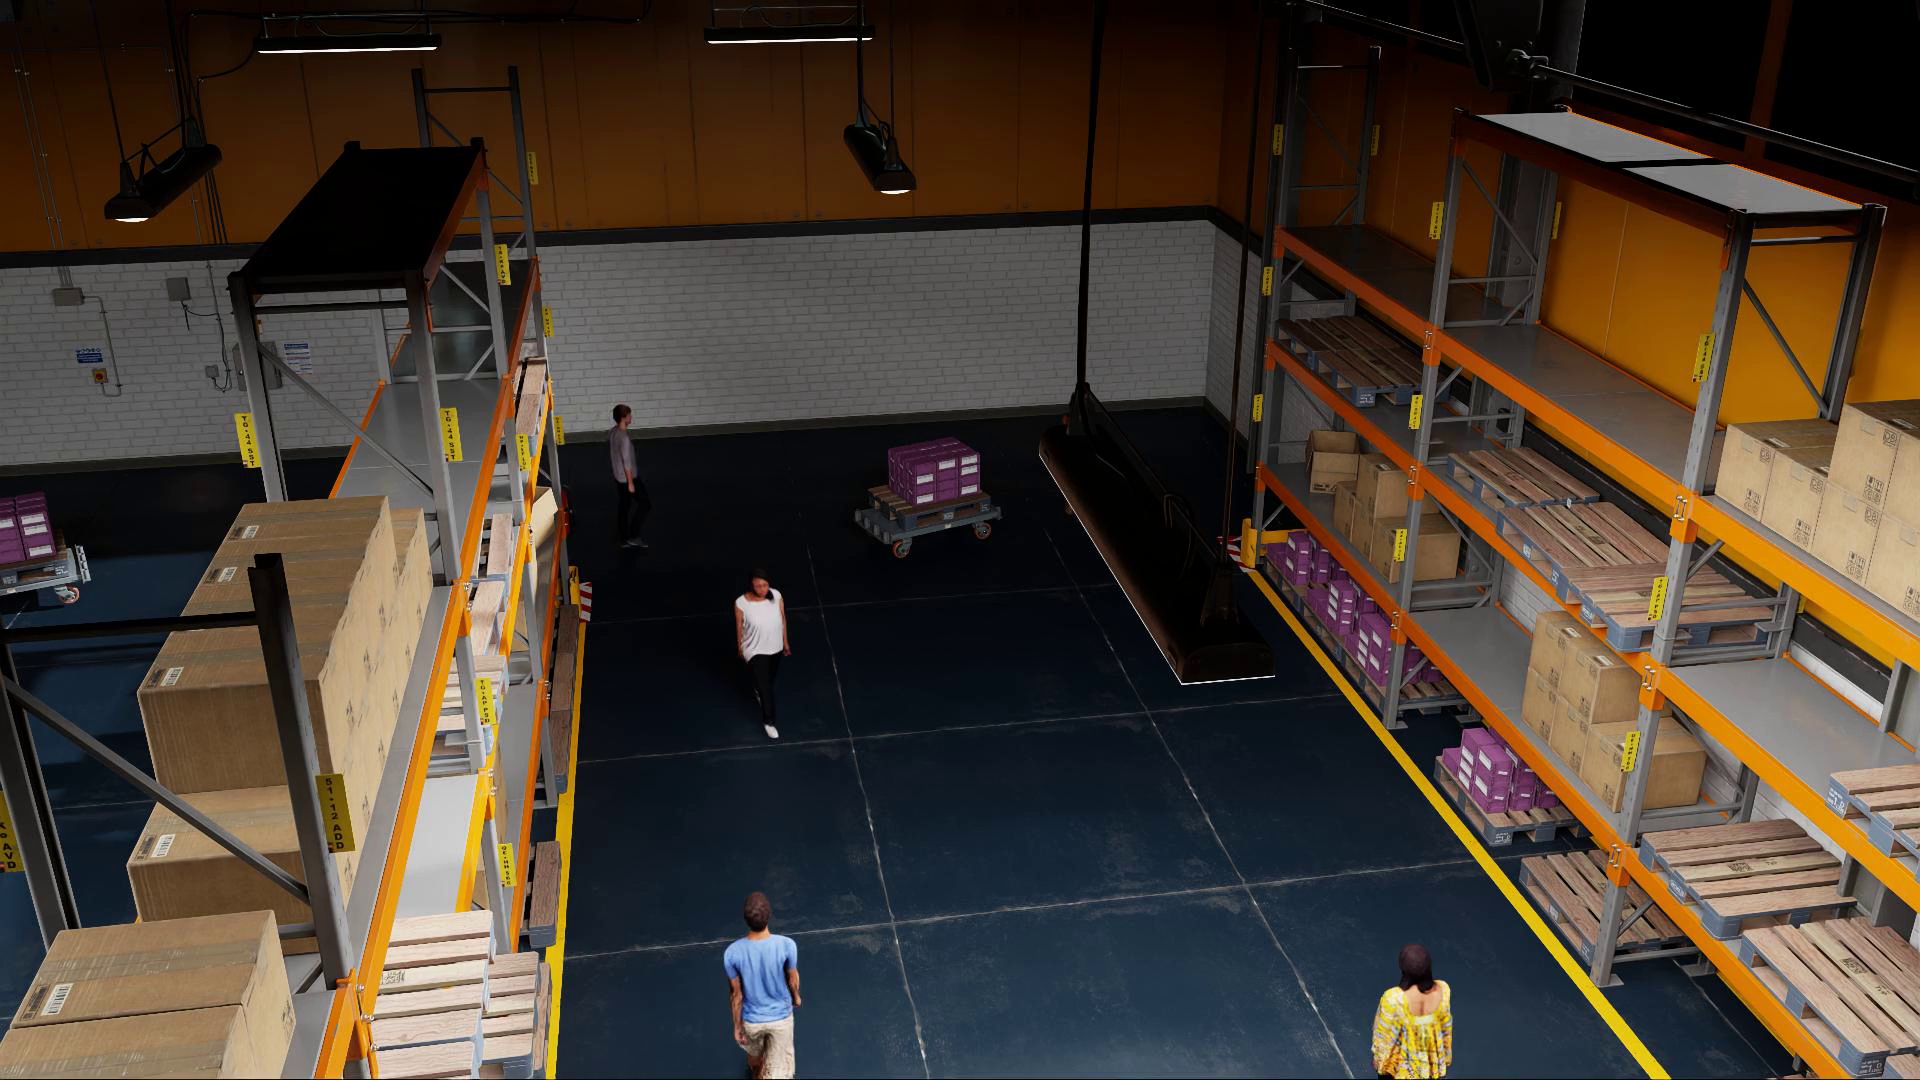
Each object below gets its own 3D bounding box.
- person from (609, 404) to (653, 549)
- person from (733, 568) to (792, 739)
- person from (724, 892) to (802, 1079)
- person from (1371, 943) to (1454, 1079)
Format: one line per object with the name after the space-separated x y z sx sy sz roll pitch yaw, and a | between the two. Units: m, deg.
-4.113 -0.743 20.099 0.827 1.835 0.685 -12 26 -25 | person
-1.928 1.026 16.278 0.917 1.654 1.181 -14 27 -29 | person
-1.274 3.234 11.025 0.750 1.815 1.263 -1 24 -2 | person
2.951 3.398 10.868 0.759 1.641 0.869 -8 25 -17 | person
